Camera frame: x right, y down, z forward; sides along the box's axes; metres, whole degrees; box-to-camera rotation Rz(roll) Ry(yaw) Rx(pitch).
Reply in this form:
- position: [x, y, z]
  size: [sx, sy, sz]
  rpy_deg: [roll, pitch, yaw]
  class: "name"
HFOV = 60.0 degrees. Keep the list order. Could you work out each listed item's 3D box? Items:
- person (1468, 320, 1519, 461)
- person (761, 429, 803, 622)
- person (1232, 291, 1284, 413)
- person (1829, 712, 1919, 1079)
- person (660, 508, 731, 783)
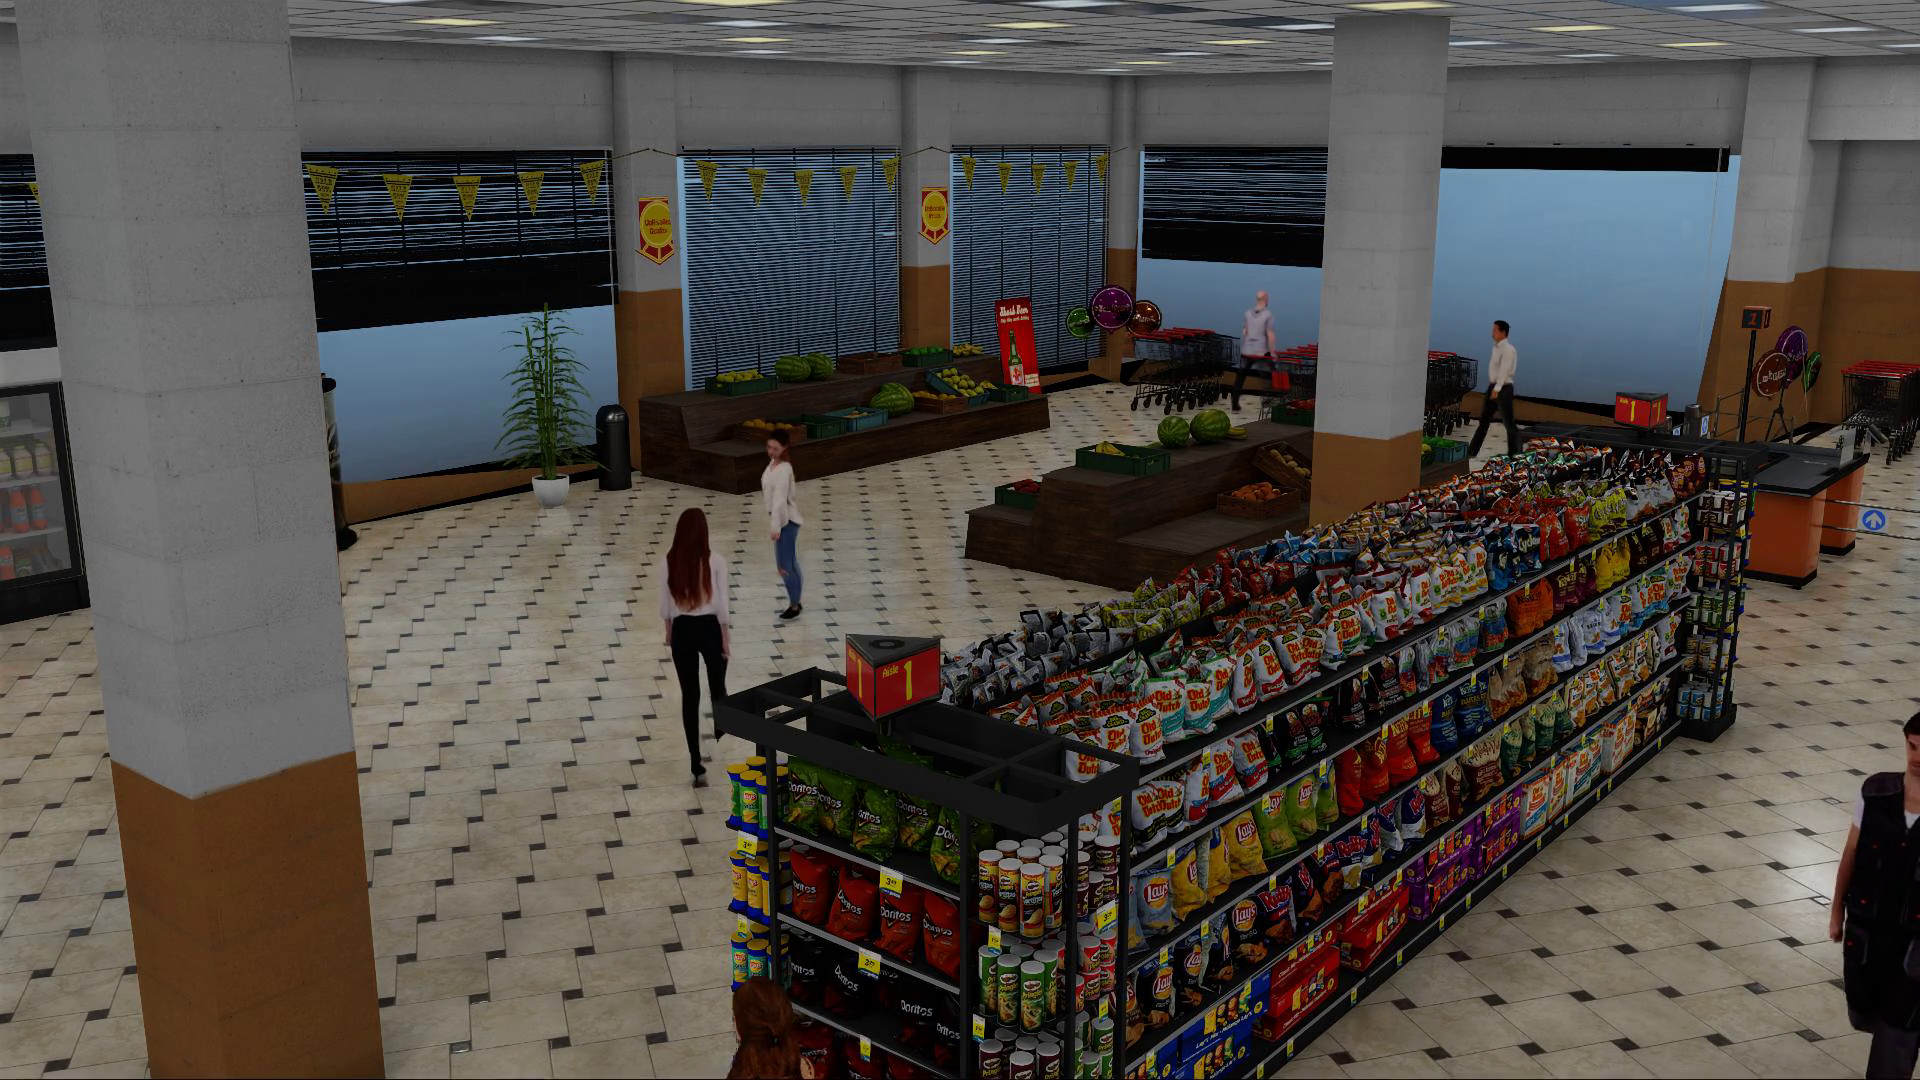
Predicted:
- position: [6.934, -1.860, 21.027]
  size: [1.153, 1.774, 1.086]
  rpy_deg: [-2, 14, -7]
  class: "person"
- position: [-1.470, -0.151, 14.200]
  size: [0.874, 1.672, 0.835]
  rpy_deg: [1, 14, 2]
  class: "person"
- position: [4.444, -2.779, 24.754]
  size: [0.966, 1.804, 0.803]
  rpy_deg: [9, 16, 34]
  class: "person"
- position: [3.868, 1.564, 6.794]
  size: [1.079, 1.828, 0.732]
  rpy_deg: [-13, 19, -43]
  class: "person"
- position: [-1.687, 0.700, 10.590]
  size: [1.047, 1.719, 1.170]
  rpy_deg: [0, 14, 2]
  class: "person"
